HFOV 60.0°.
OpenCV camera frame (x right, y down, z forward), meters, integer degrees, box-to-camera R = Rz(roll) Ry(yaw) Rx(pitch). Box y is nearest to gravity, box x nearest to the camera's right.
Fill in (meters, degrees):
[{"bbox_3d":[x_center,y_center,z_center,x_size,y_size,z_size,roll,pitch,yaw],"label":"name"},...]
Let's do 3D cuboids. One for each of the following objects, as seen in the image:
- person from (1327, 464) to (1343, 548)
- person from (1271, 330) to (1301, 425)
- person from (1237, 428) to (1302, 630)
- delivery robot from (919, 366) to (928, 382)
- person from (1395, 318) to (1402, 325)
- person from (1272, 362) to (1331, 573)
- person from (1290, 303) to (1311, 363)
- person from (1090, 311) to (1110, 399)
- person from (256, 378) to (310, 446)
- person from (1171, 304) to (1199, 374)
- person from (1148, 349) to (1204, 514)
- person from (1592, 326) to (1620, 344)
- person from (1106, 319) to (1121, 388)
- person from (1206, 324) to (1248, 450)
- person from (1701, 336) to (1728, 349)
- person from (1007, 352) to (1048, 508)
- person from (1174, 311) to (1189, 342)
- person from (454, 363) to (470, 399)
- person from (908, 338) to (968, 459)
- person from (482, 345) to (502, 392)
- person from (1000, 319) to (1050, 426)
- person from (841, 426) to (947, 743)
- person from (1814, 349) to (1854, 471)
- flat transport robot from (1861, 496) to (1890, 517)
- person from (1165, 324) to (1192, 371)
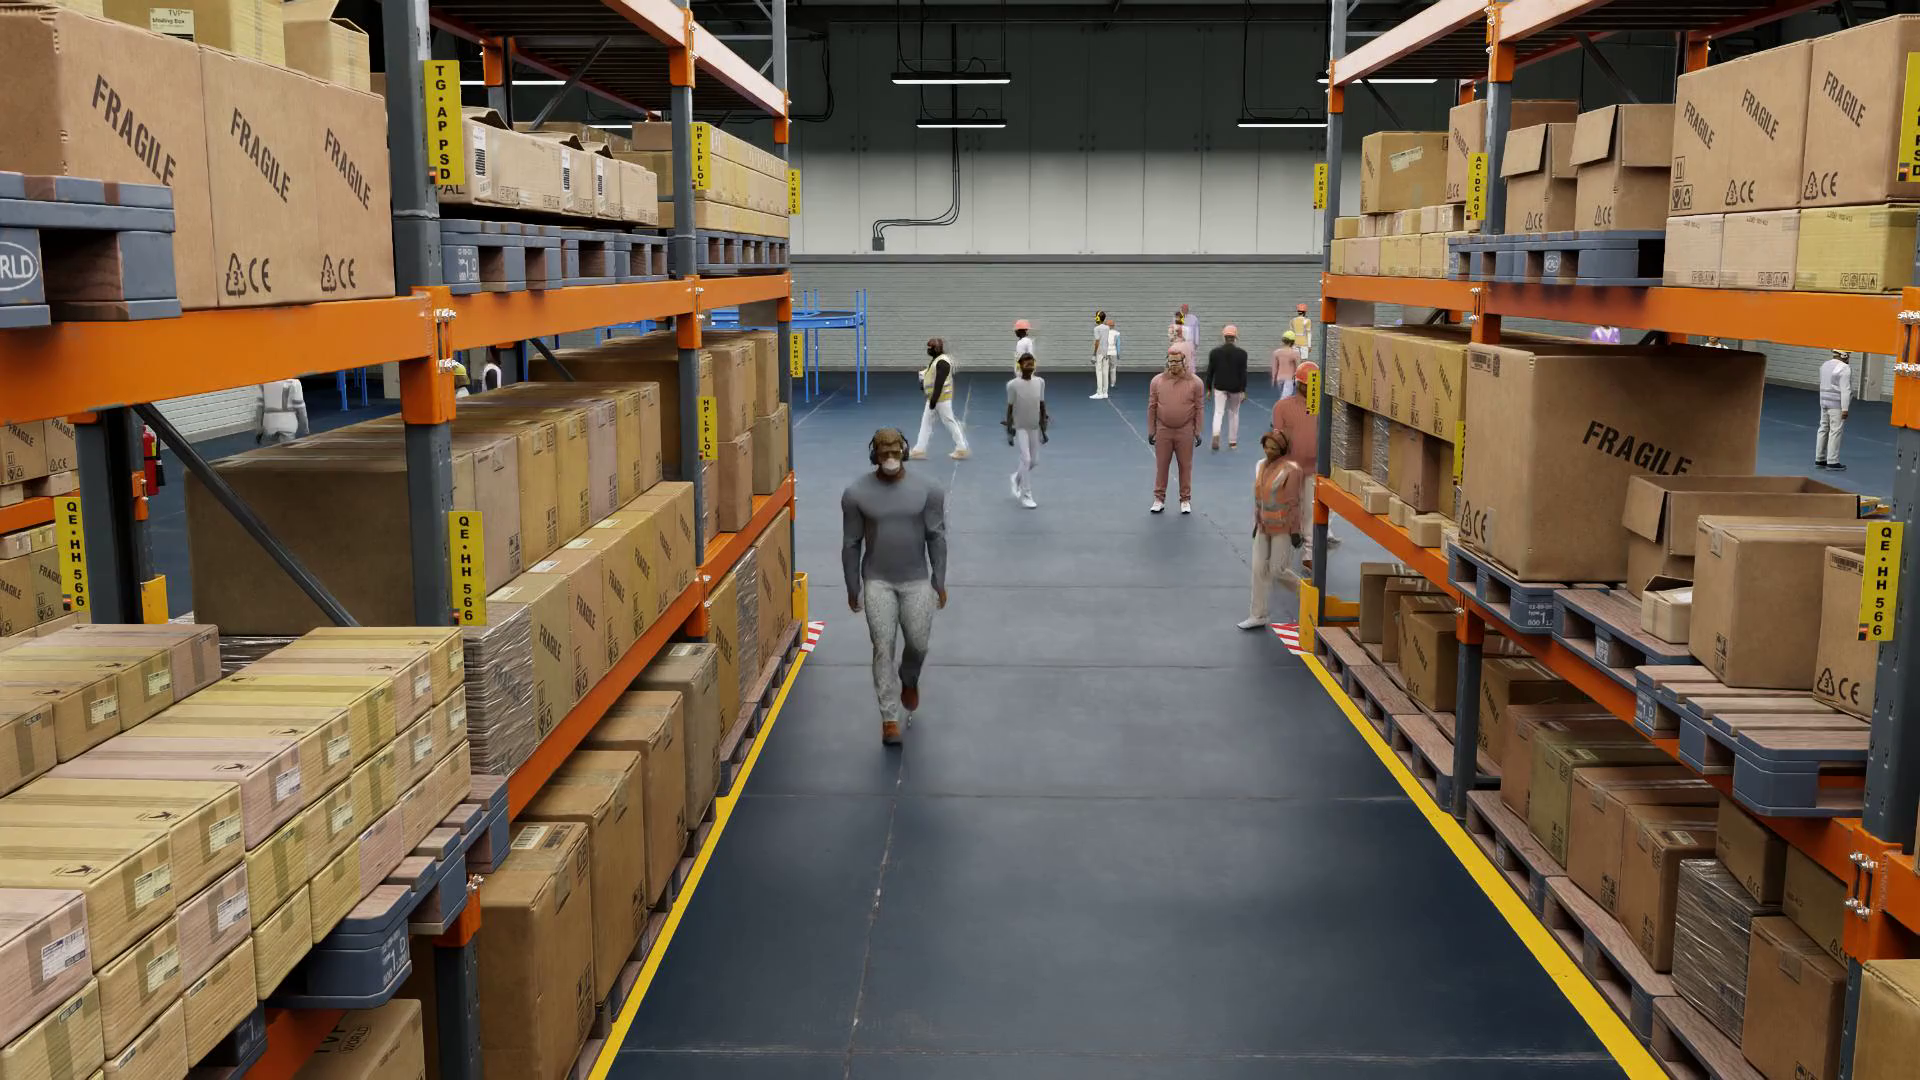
[{"bbox_3d":[3.743,-0.835,16.868,0.456,1.868,0.585,-7,12,-34],"label":"person"},{"bbox_3d":[5.676,-2.785,28.970,0.538,1.726,0.893,9,13,44],"label":"person"},{"bbox_3d":[2.546,-0.090,13.142,0.568,1.617,0.545,-4,10,-23],"label":"person"},{"bbox_3d":[-0.703,-3.738,38.027,0.477,0.478,0.707,-2,10,-14],"label":"delivery robot"},{"bbox_3d":[7.669,-2.879,28.935,0.611,1.930,0.582,8,13,41],"label":"person"},{"bbox_3d":[3.196,-0.673,15.535,0.608,1.987,0.388,-2,10,-12],"label":"person"},{"bbox_3d":[8.069,-4.631,39.388,0.542,1.939,0.362,6,11,34],"label":"person"},{"bbox_3d":[2.996,-3.968,35.625,0.328,1.872,0.513,7,12,37],"label":"person"},{"bbox_3d":[-7.999,-1.343,19.808,0.573,1.894,0.960,2,10,11],"label":"person"},{"bbox_3d":[5.507,-4.831,40.718,0.665,1.900,0.402,0,9,1],"label":"person"},{"bbox_3d":[2.498,-1.265,19.324,0.645,1.907,0.400,2,10,14],"label":"person"},{"bbox_3d":[13.420,-3.802,34.595,0.564,1.896,0.984,0,9,1],"label":"person"},{"bbox_3d":[3.428,-4.269,38.255,0.515,1.594,0.861,0,9,2],"label":"person"},{"bbox_3d":[4.110,-2.350,25.706,0.631,1.957,0.948,3,10,16],"label":"person"},{"bbox_3d":[12.457,-2.620,27.622,0.506,1.846,0.345,5,11,26],"label":"person"},{"bbox_3d":[0.775,-1.348,19.989,0.512,1.854,0.752,-5,10,-25],"label":"person"},{"bbox_3d":[4.650,-3.938,35.465,0.385,1.859,0.548,-7,12,-35],"label":"person"},{"bbox_3d":[-5.823,-1.190,19.363,0.297,1.745,0.484,-3,10,-15],"label":"person"},{"bbox_3d":[-0.319,-2.091,24.625,0.954,1.800,0.634,-3,10,-16],"label":"person"},{"bbox_3d":[-5.929,-1.633,21.567,0.620,1.896,0.613,-2,10,-11],"label":"person"},{"bbox_3d":[1.181,-2.980,29.612,0.905,1.906,0.552,3,10,16],"label":"person"},{"bbox_3d":[-0.406,0.247,10.226,0.647,1.924,0.657,0,9,-3],"label":"person"},{"bbox_3d":[12.315,-1.901,23.393,0.403,1.824,0.596,-1,10,-5],"label":"person"},{"bbox_3d":[9.990,-0.375,19.010,1.431,0.197,0.652,-8,12,-38],"label":"flat transport robot"},{"bbox_3d":[3.510,-2.589,27.272,0.458,1.893,0.681,5,11,28],"label":"person"}]
